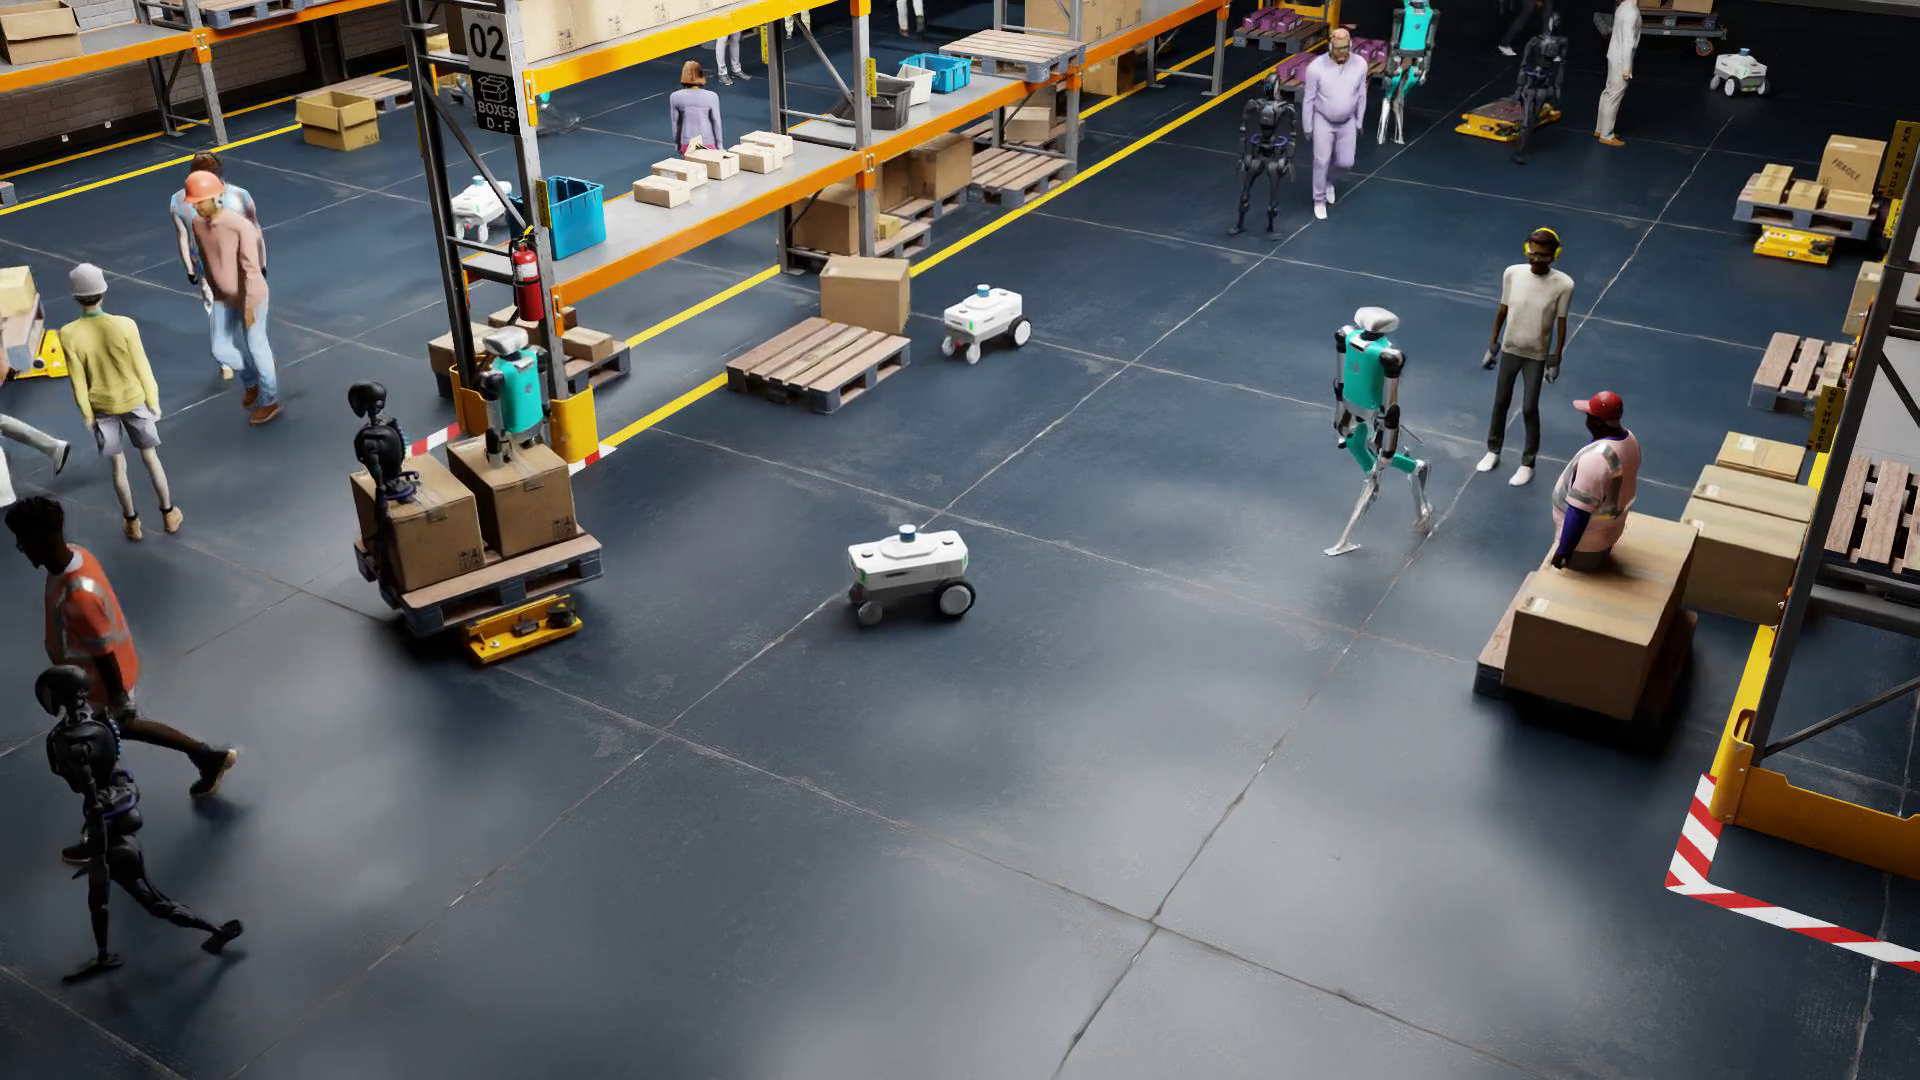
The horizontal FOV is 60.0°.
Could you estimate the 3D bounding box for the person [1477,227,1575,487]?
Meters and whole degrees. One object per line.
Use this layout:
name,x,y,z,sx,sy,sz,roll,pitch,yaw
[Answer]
person,3.923,-1.292,11.616,0.532,1.859,0.360,22,36,33

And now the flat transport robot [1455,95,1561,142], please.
flat transport robot,6.555,-5.029,19.837,0.659,0.231,1.431,24,37,36

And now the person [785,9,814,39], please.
person,-2.325,-8.046,23.665,0.570,1.750,0.328,-9,31,-15

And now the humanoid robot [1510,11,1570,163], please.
humanoid robot,6.387,-5.011,18.388,0.587,1.643,0.534,-7,30,-13

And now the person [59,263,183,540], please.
person,-5.492,-0.883,10.865,0.490,1.888,0.395,-13,32,-22

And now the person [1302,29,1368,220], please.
person,3.743,-4.180,16.691,0.658,1.885,0.486,-3,30,-6

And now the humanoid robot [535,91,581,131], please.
humanoid robot,-4.856,-5.511,19.189,0.539,1.742,0.970,19,34,30

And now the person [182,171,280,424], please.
person,-5.405,-1.789,12.381,0.608,1.970,0.443,9,31,16

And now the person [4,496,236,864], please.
person,-4.154,0.631,8.142,0.831,1.931,0.603,-14,32,-23

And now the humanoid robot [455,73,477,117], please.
humanoid robot,-5.671,-5.783,19.670,0.554,1.742,0.914,22,36,33

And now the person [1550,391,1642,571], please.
person,3.574,-0.041,9.521,0.418,1.747,0.599,22,36,34

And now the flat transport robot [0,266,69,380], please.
flat transport robot,-7.934,-1.448,13.504,1.431,0.231,0.659,-11,31,-18

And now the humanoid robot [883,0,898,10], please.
humanoid robot,-1.019,-9.017,25.475,0.611,1.635,0.659,-3,30,-6

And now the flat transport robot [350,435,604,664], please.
flat transport robot,-2.981,0.300,10.411,0.659,0.231,1.431,-21,35,-32

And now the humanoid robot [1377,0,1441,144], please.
humanoid robot,5.056,-5.379,18.992,0.540,1.803,0.724,-1,30,-3

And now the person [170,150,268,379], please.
person,-5.832,-2.184,13.221,0.628,1.837,0.429,-11,31,-18

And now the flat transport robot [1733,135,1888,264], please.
flat transport robot,8.270,-3.046,16.330,0.659,0.231,1.431,16,33,27

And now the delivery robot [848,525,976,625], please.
delivery robot,-0.316,0.184,10.316,0.783,0.586,0.499,-9,31,-15

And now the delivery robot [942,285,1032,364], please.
delivery robot,0.200,-1.848,13.897,0.499,0.571,0.756,23,37,35

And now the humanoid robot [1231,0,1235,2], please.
humanoid robot,4.139,-9.148,25.687,0.609,1.645,0.389,22,36,33

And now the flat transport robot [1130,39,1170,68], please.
flat transport robot,2.271,-6.677,22.752,0.659,0.231,1.431,17,34,27

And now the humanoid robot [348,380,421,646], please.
humanoid robot,-3.333,-0.173,9.823,0.330,1.639,0.600,-3,30,-6

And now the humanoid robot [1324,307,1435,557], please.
humanoid robot,2.835,-0.739,10.772,0.968,1.769,0.554,-17,34,-27

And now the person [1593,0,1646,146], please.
person,7.576,-5.483,18.990,0.361,1.894,0.580,4,30,8

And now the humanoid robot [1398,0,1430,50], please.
humanoid robot,6.303,-7.527,22.816,0.530,1.775,1.013,-1,29,-2

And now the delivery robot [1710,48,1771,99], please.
delivery robot,9.932,-5.919,21.140,0.501,0.613,0.785,-4,30,-7

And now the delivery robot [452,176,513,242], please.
delivery robot,-4.736,-3.314,16.501,0.499,0.583,0.768,8,30,13

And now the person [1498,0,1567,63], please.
person,7.848,-7.409,22.498,0.523,1.798,0.995,-21,36,-33

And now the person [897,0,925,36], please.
person,-0.746,-8.117,23.625,0.640,1.922,0.599,-8,31,-14

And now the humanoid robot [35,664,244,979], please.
humanoid robot,-3.735,1.261,7.347,0.779,1.647,0.603,-14,32,-23

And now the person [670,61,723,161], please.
person,-2.596,-3.917,16.491,0.498,1.629,0.288,3,30,5

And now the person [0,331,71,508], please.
person,-6.600,-1.126,11.282,0.593,1.905,0.585,-7,30,-13

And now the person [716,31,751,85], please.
person,-2.985,-6.893,21.429,0.419,1.948,0.497,22,36,34

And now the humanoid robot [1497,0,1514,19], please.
humanoid robot,8.247,-8.681,24.876,0.589,1.645,0.498,6,30,10

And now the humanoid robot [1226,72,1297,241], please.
humanoid robot,2.954,-3.707,16.075,0.643,1.639,0.365,11,31,19

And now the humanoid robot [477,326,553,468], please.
humanoid robot,-2.870,-0.528,10.360,0.699,1.773,0.543,14,33,24

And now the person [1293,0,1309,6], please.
person,5.316,-8.972,25.320,0.375,1.738,0.577,-10,31,-17
